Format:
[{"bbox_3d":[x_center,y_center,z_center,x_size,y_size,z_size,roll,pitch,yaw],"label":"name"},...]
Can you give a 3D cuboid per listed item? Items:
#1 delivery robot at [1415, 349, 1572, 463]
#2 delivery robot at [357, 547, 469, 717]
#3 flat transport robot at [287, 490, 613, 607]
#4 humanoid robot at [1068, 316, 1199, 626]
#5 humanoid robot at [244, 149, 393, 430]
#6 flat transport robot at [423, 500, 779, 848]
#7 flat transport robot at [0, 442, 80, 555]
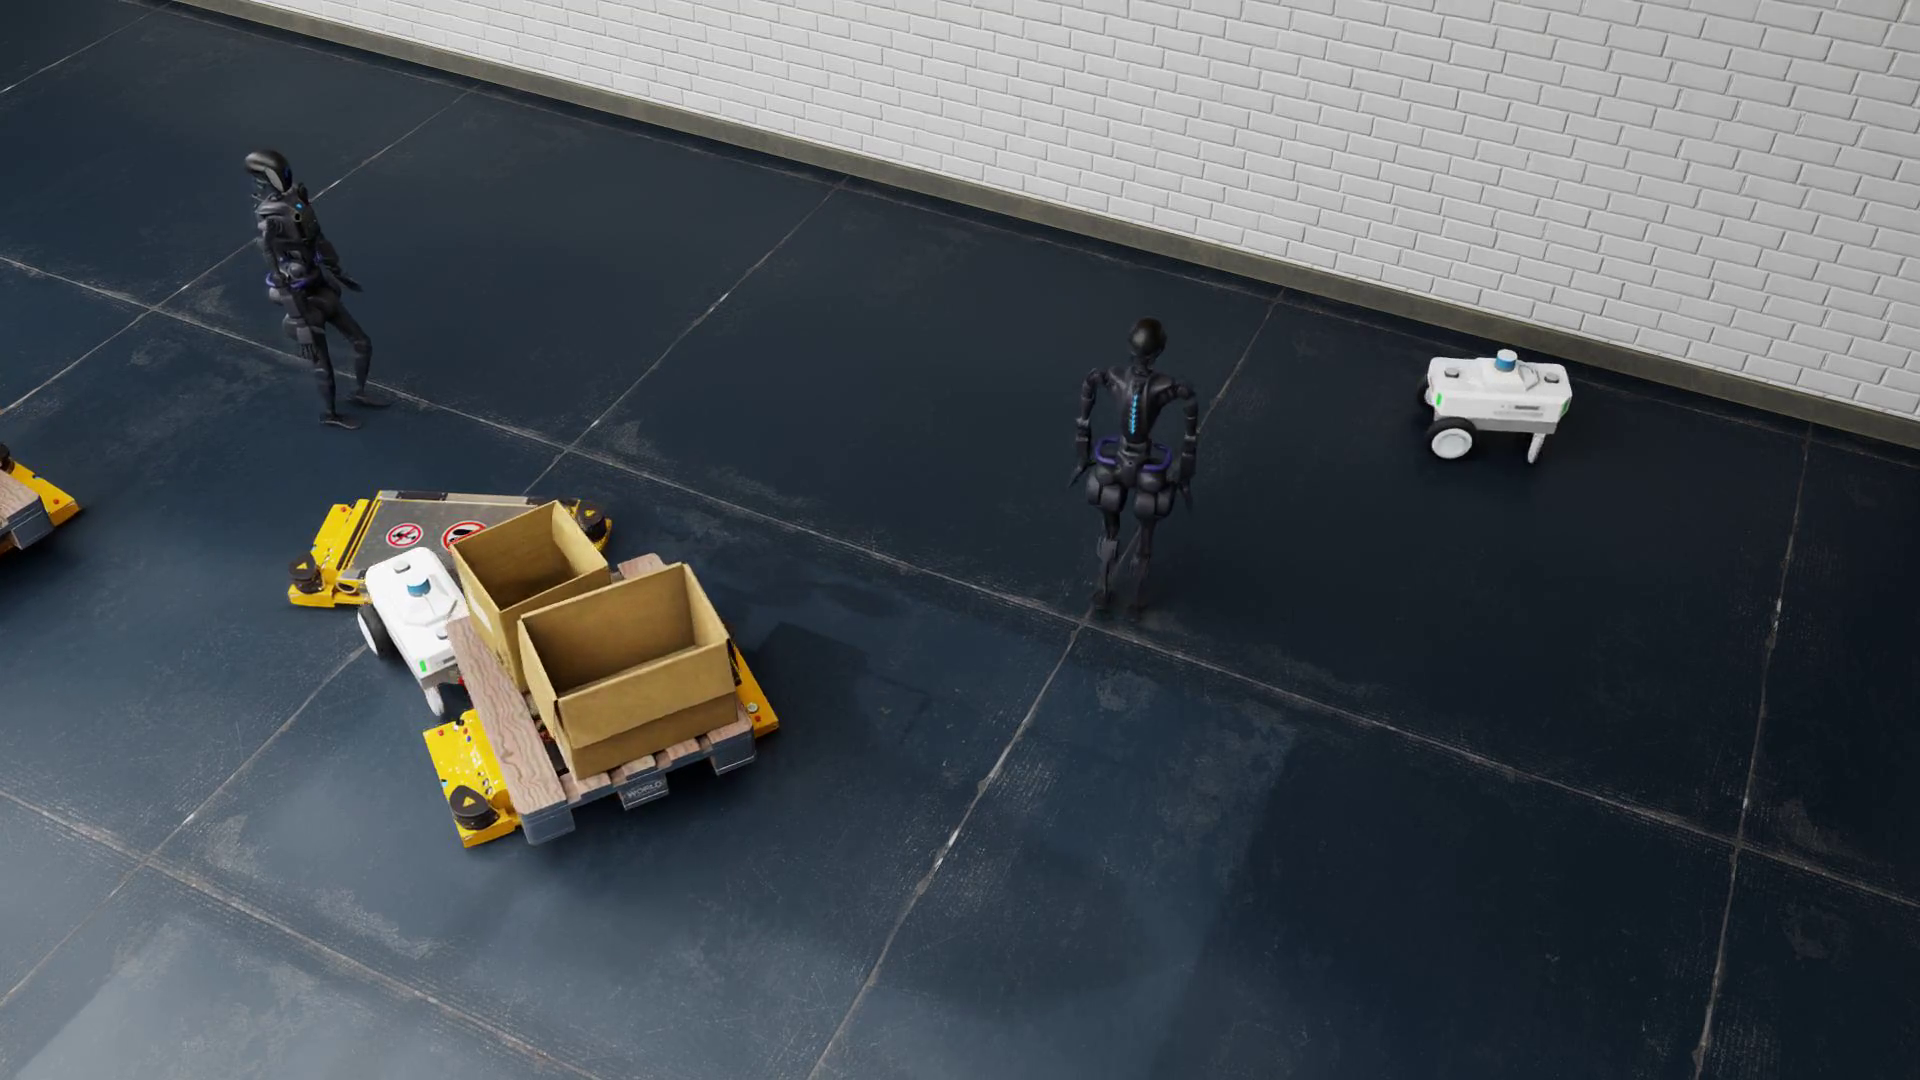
[{"bbox_3d":[2.812,-0.737,8.848,0.777,0.605,0.517,4,43,4],"label":"delivery robot"},{"bbox_3d":[-2.435,0.372,7.627,0.499,0.571,0.756,-25,49,-25],"label":"delivery robot"},{"bbox_3d":[-2.494,0.067,8.183,1.431,0.231,0.659,3,43,3],"label":"flat transport robot"},{"bbox_3d":[0.775,-0.292,7.536,0.589,1.644,0.328,9,44,10],"label":"humanoid robot"},{"bbox_3d":[-3.310,-1.262,8.575,0.429,1.650,0.600,3,43,4],"label":"humanoid robot"},{"bbox_3d":[-1.588,0.823,7.368,1.431,0.231,0.659,-19,46,-20],"label":"flat transport robot"},{"bbox_3d":[-5.187,0.063,8.188,0.659,0.231,1.431,25,48,25],"label":"flat transport robot"}]
